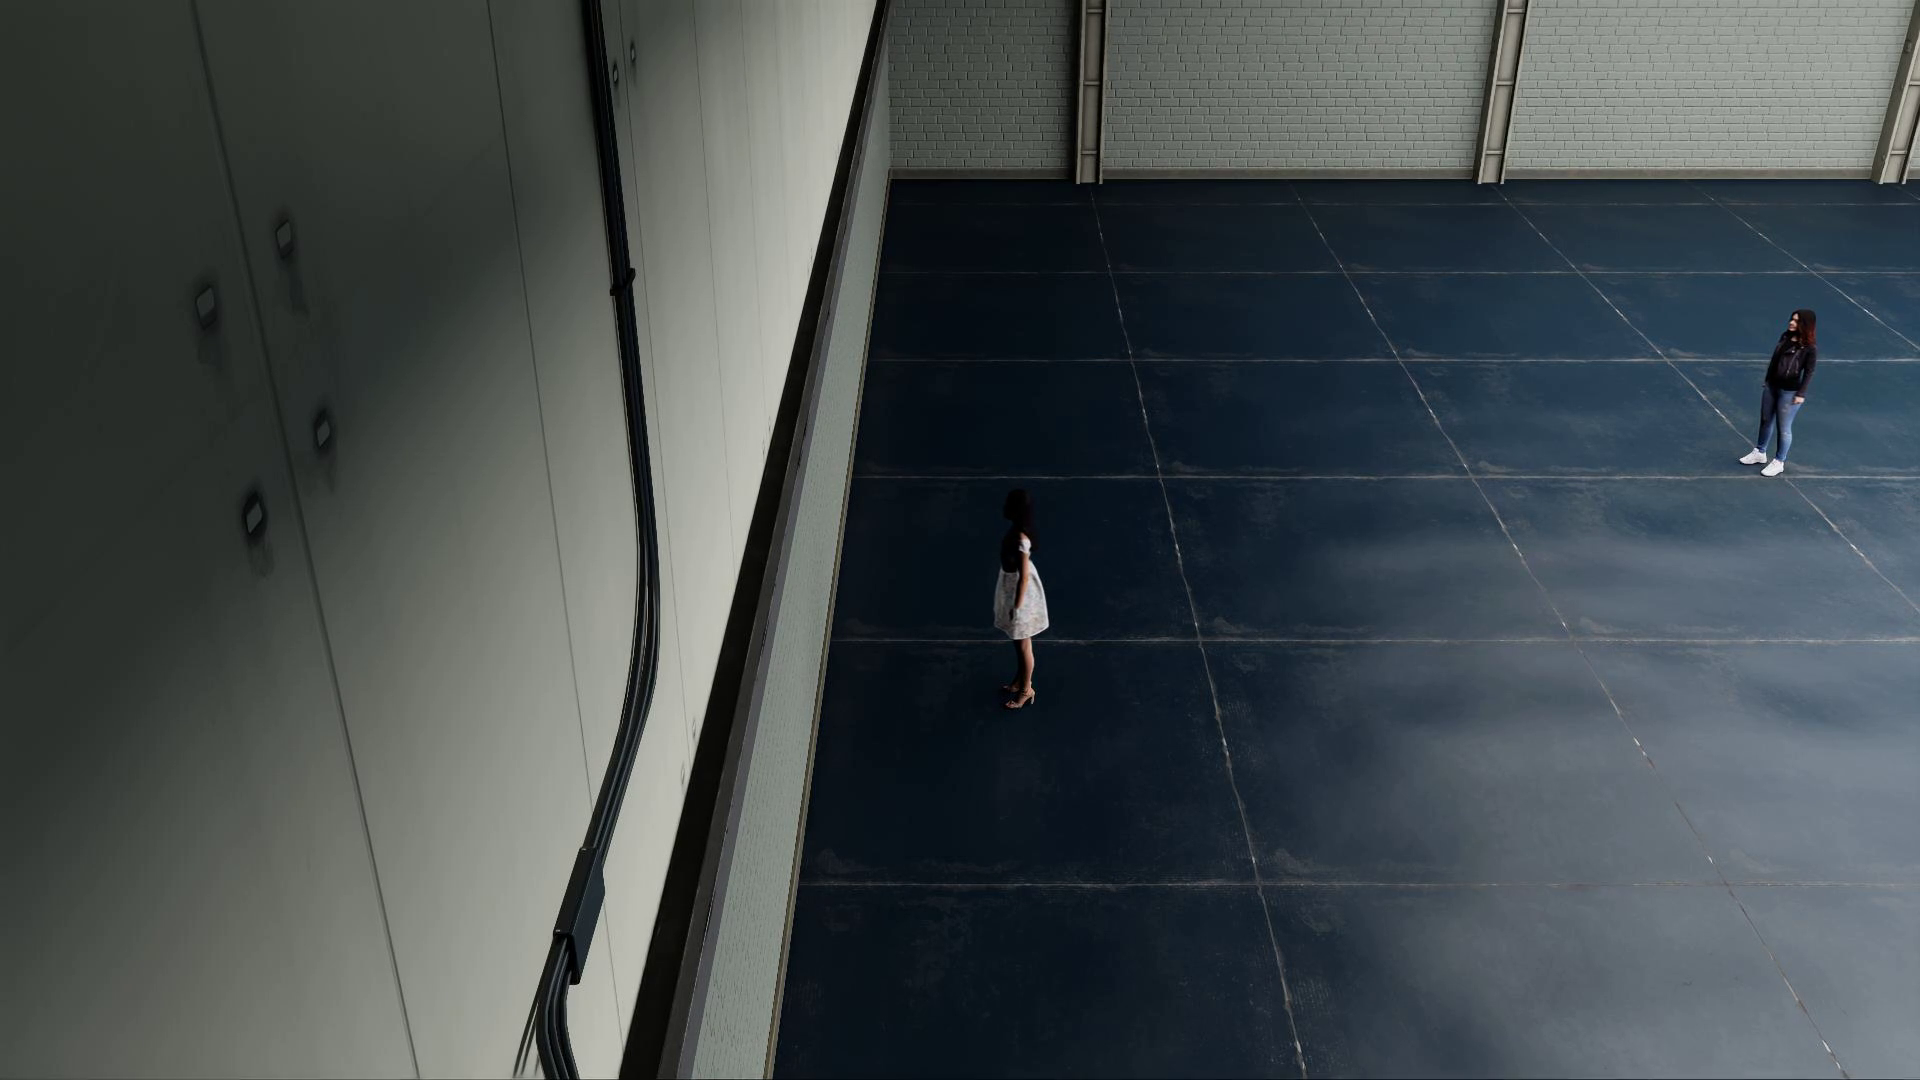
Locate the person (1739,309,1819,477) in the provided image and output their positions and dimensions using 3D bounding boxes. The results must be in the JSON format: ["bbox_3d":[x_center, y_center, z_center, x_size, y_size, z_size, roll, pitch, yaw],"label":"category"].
[{"bbox_3d":[7.817,-1.421,15.775,0.661,1.634,0.702,-8,29,-15],"label":"person"}]

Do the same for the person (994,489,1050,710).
[{"bbox_3d":[0.430,0.428,12.154,0.624,1.774,0.641,1,28,2],"label":"person"}]
